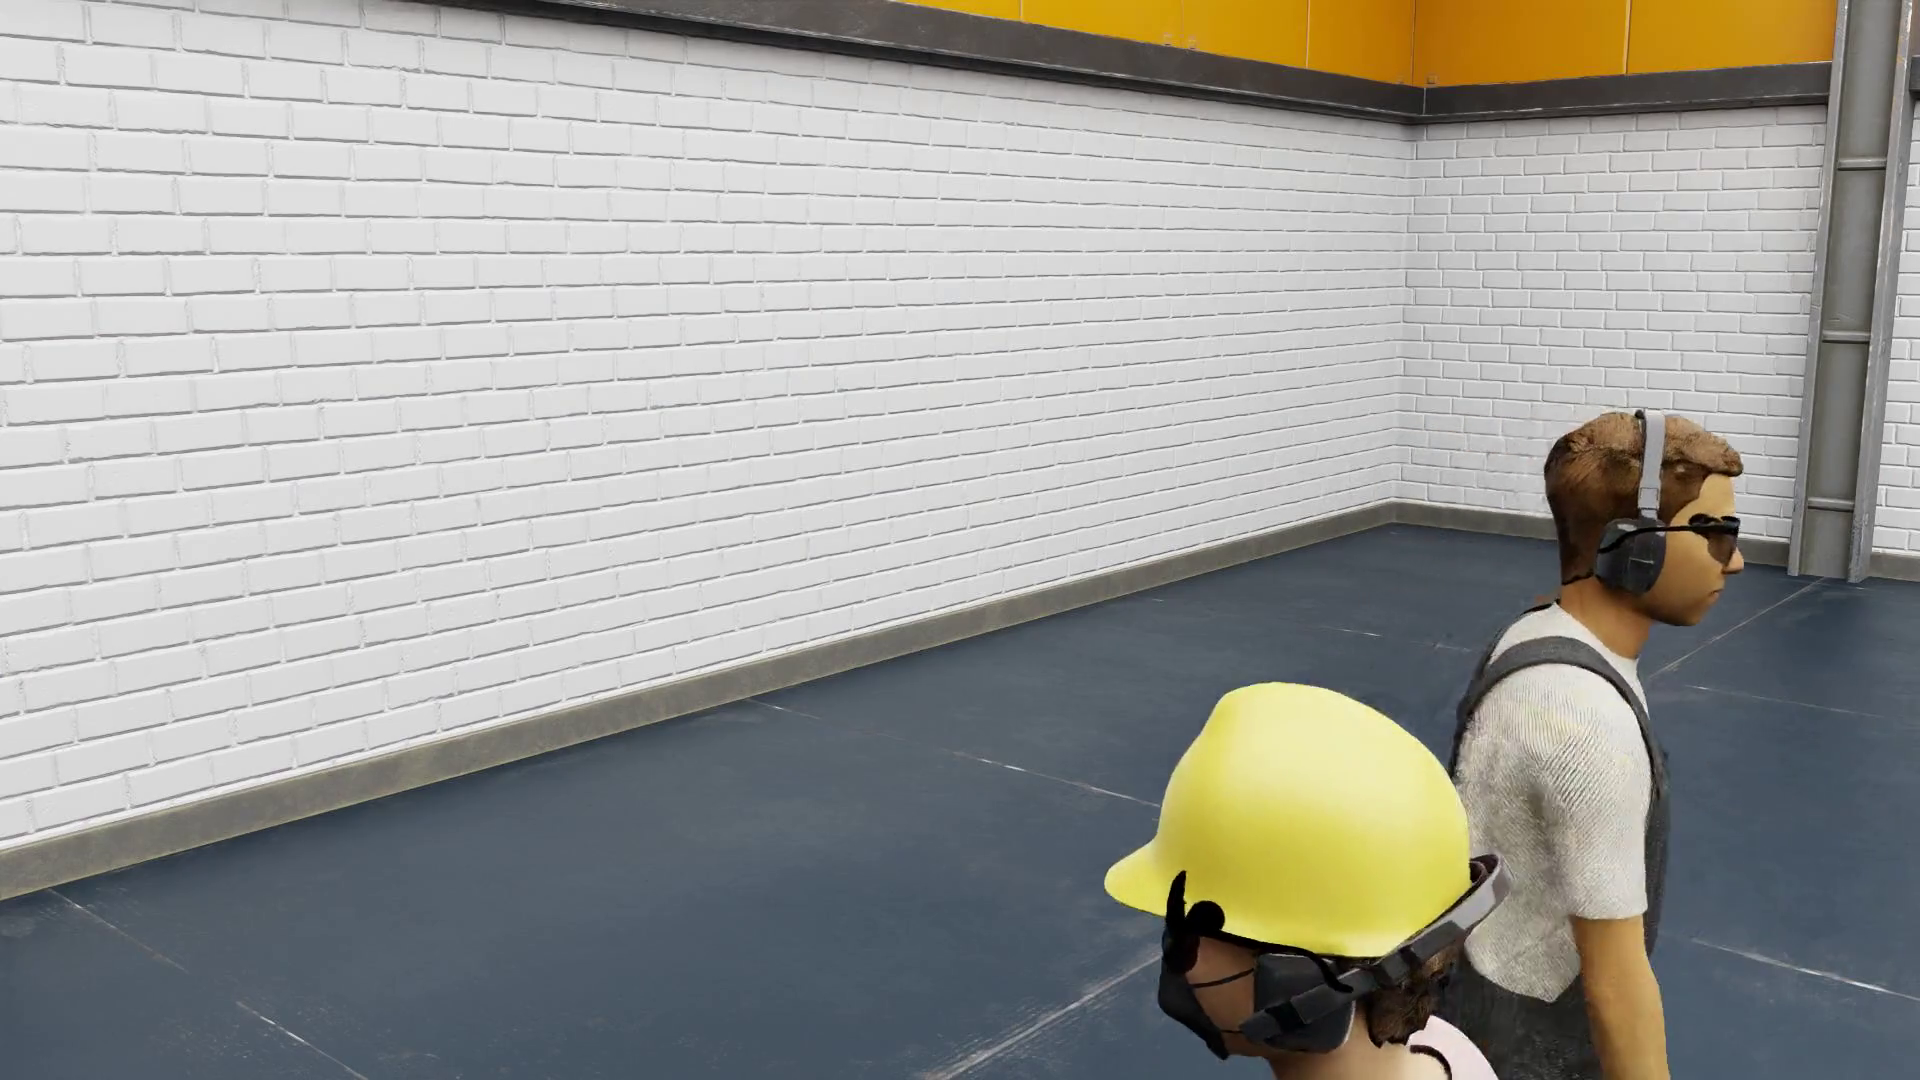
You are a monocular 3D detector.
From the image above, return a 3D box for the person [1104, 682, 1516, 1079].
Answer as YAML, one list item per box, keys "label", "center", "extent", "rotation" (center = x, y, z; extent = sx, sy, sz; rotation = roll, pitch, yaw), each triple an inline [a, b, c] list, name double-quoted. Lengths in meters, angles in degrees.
- label: "person"
  center: [0.315, 0.951, 1.309]
  extent: [0.948, 1.716, 0.533]
  rotation: [7, 12, 33]

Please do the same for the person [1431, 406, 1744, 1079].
- label: "person"
  center: [0.827, 0.737, 2.215]
  extent: [0.613, 1.820, 0.548]
  rotation: [3, 10, 18]
